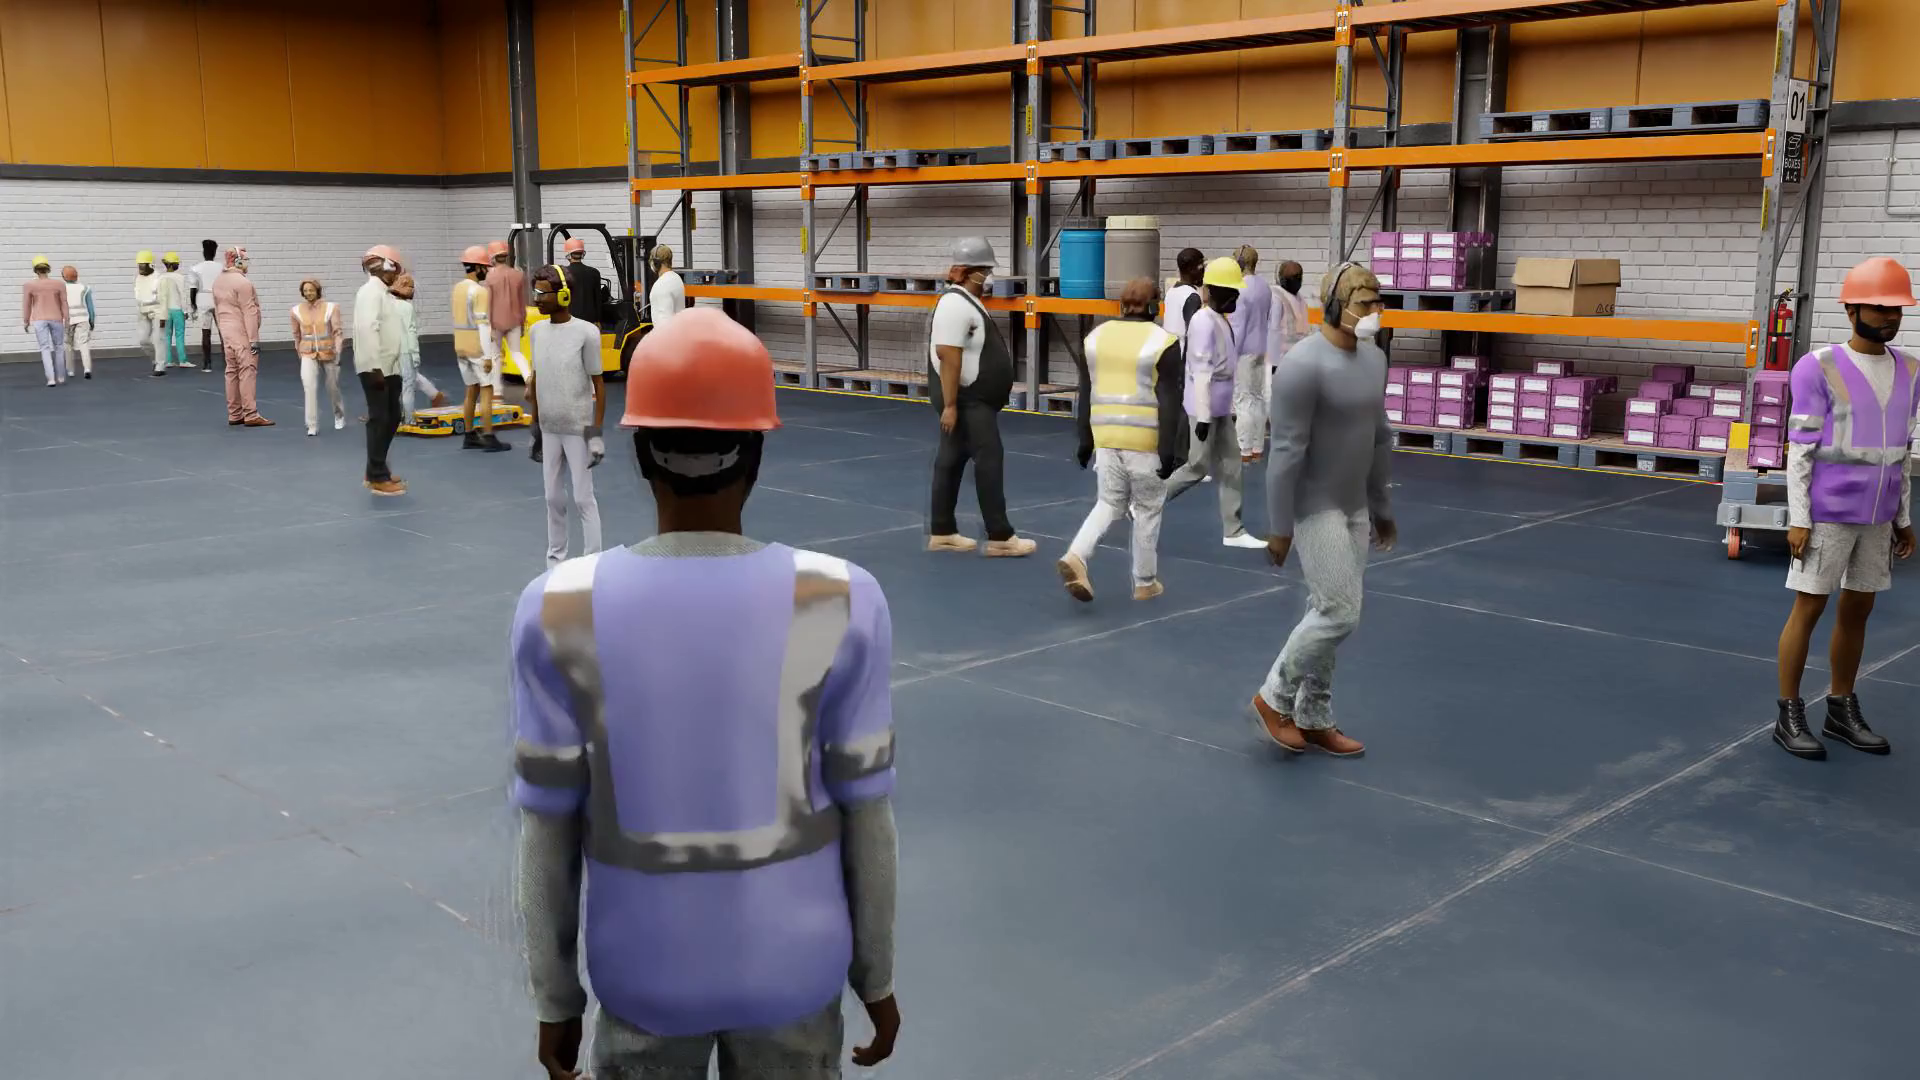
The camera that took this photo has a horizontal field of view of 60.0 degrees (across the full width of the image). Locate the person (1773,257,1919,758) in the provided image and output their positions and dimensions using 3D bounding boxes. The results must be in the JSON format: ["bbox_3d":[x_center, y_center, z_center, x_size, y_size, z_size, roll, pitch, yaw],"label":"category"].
[{"bbox_3d":[3.467,-0.115,6.452,0.543,1.939,0.360,-2,11,-12],"label":"person"}]

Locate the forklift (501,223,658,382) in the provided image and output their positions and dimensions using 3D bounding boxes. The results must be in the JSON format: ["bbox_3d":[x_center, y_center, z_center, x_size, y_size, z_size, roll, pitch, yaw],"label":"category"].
[{"bbox_3d":[-5.316,-3.263,22.920,2.313,2.155,1.214,-10,14,-44],"label":"forklift"}]

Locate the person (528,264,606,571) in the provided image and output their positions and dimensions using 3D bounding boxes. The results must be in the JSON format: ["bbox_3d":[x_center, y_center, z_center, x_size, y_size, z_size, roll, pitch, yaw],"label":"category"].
[{"bbox_3d":[-2.202,-0.595,9.276,0.519,1.865,0.335,5,12,27],"label":"person"}]

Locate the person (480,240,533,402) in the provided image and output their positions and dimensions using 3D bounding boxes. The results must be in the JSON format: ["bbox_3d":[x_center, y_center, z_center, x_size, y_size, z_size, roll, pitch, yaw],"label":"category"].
[{"bbox_3d":[-5.455,-2.620,20.026,0.625,1.973,0.829,-10,14,-42],"label":"person"}]

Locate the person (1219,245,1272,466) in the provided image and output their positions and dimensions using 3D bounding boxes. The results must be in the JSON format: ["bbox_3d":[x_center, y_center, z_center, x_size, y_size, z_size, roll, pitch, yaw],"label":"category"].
[{"bbox_3d":[2.522,-1.622,14.669,0.352,1.937,0.635,7,13,35],"label":"person"}]

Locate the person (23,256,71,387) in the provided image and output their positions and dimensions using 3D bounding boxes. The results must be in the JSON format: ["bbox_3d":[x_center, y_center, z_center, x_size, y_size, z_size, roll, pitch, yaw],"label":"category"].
[{"bbox_3d":[-12.282,-2.936,22.373,0.546,1.750,0.590,-7,12,-33],"label":"person"}]

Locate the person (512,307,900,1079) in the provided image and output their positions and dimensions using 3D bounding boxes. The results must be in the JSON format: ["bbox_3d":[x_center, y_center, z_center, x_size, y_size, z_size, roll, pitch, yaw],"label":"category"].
[{"bbox_3d":[-0.365,0.631,2.436,0.558,1.924,0.564,0,10,0],"label":"person"}]

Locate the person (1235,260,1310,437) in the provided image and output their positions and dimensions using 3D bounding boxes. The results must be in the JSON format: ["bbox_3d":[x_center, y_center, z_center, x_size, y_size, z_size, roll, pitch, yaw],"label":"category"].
[{"bbox_3d":[2.922,-1.659,15.270,0.822,1.807,0.636,8,13,37],"label":"person"}]

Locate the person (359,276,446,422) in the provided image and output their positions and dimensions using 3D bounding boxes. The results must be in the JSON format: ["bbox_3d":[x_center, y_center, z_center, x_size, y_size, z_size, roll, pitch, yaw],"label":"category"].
[{"bbox_3d":[-6.156,-2.259,18.236,0.881,1.914,0.613,-10,14,-43],"label":"person"}]

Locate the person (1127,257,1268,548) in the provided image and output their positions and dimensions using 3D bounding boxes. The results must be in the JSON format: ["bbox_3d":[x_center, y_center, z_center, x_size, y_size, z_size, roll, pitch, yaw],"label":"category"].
[{"bbox_3d":[1.547,-0.874,10.738,0.853,1.893,0.602,4,11,20],"label":"person"}]

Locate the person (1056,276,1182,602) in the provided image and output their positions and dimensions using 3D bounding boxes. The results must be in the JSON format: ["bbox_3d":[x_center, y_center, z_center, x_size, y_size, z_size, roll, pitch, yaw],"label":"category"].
[{"bbox_3d":[0.882,-0.525,9.075,0.639,1.811,0.730,8,13,37],"label":"person"}]

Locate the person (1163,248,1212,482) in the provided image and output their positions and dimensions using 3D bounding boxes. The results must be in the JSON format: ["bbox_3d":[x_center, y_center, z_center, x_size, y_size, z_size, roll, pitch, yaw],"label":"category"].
[{"bbox_3d":[1.852,-1.442,13.745,0.386,1.919,0.590,-2,11,-13],"label":"person"}]

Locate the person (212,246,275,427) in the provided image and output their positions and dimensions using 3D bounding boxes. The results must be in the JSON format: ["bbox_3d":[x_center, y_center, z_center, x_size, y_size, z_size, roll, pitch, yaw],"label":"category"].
[{"bbox_3d":[-7.621,-2.156,17.670,0.644,1.908,0.408,8,13,37],"label":"person"}]

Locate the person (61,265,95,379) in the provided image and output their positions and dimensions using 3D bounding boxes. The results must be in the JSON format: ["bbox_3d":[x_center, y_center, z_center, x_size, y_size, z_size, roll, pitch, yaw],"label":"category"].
[{"bbox_3d":[-12.551,-3.087,23.589,0.533,1.601,0.851,-7,12,-32],"label":"person"}]

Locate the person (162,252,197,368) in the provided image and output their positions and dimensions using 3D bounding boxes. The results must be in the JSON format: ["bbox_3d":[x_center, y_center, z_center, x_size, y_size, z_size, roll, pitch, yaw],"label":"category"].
[{"bbox_3d":[-12.031,-3.516,25.465,0.526,1.769,0.329,4,11,20],"label":"person"}]

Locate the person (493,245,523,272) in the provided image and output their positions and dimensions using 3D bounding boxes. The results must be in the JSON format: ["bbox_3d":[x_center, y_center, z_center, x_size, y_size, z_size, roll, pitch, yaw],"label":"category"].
[{"bbox_3d":[-6.622,-3.400,24.514,0.353,1.883,0.577,5,12,27],"label":"person"}]

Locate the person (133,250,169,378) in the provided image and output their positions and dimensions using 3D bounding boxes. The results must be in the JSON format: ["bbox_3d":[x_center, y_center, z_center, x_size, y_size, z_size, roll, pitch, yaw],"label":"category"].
[{"bbox_3d":[-11.506,-3.211,23.679,0.587,1.812,0.453,3,11,14],"label":"person"}]

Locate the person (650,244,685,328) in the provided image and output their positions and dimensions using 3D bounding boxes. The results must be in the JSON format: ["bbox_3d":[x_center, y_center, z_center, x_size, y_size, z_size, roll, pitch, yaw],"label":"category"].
[{"bbox_3d":[-2.829,-1.889,16.129,0.377,1.937,0.629,0,10,3],"label":"person"}]

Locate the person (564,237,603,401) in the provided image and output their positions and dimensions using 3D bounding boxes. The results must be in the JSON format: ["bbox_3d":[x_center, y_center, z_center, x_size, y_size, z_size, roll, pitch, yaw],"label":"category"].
[{"bbox_3d":[-4.642,-2.673,20.237,0.612,1.997,0.375,-8,13,-37],"label":"person"}]

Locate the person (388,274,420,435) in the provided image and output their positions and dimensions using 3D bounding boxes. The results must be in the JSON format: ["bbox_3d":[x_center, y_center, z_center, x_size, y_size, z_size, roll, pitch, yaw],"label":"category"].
[{"bbox_3d":[-5.646,-1.886,16.945,0.284,1.631,0.498,-10,14,-43],"label":"person"}]

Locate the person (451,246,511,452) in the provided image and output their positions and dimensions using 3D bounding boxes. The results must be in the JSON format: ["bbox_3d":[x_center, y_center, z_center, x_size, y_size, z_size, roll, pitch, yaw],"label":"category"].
[{"bbox_3d":[-4.513,-1.777,15.573,0.547,1.928,0.399,9,14,42],"label":"person"}]

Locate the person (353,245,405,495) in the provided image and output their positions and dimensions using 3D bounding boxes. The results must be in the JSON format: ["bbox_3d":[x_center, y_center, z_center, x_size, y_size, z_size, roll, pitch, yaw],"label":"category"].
[{"bbox_3d":[-4.570,-1.318,13.028,0.407,1.945,0.697,-1,10,-6],"label":"person"}]

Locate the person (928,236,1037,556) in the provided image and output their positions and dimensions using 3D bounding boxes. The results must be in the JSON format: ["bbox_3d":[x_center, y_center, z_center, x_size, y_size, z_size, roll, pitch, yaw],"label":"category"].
[{"bbox_3d":[0.174,-0.909,10.502,0.833,2.000,0.712,1,10,4],"label":"person"}]

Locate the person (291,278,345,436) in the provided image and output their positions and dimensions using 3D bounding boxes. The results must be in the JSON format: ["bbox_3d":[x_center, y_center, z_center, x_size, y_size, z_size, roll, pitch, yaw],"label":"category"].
[{"bbox_3d":[-6.568,-1.895,17.079,0.505,1.599,0.857,-2,11,-12],"label":"person"}]

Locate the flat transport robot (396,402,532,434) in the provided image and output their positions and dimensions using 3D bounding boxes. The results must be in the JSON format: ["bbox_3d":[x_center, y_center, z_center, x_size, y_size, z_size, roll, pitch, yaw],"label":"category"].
[{"bbox_3d":[-5.155,-1.270,17.301,0.652,0.197,1.431,7,13,34],"label":"flat transport robot"}]

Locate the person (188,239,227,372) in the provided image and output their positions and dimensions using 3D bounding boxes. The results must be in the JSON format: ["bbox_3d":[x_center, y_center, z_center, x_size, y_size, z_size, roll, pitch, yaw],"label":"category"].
[{"bbox_3d":[-11.120,-3.465,24.686,0.680,1.954,0.364,-6,12,-28],"label":"person"}]

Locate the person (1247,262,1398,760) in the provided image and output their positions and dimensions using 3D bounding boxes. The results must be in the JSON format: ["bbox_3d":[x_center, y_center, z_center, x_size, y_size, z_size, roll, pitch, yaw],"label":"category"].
[{"bbox_3d":[1.430,-0.088,6.357,0.426,1.926,0.644,9,14,39],"label":"person"}]
